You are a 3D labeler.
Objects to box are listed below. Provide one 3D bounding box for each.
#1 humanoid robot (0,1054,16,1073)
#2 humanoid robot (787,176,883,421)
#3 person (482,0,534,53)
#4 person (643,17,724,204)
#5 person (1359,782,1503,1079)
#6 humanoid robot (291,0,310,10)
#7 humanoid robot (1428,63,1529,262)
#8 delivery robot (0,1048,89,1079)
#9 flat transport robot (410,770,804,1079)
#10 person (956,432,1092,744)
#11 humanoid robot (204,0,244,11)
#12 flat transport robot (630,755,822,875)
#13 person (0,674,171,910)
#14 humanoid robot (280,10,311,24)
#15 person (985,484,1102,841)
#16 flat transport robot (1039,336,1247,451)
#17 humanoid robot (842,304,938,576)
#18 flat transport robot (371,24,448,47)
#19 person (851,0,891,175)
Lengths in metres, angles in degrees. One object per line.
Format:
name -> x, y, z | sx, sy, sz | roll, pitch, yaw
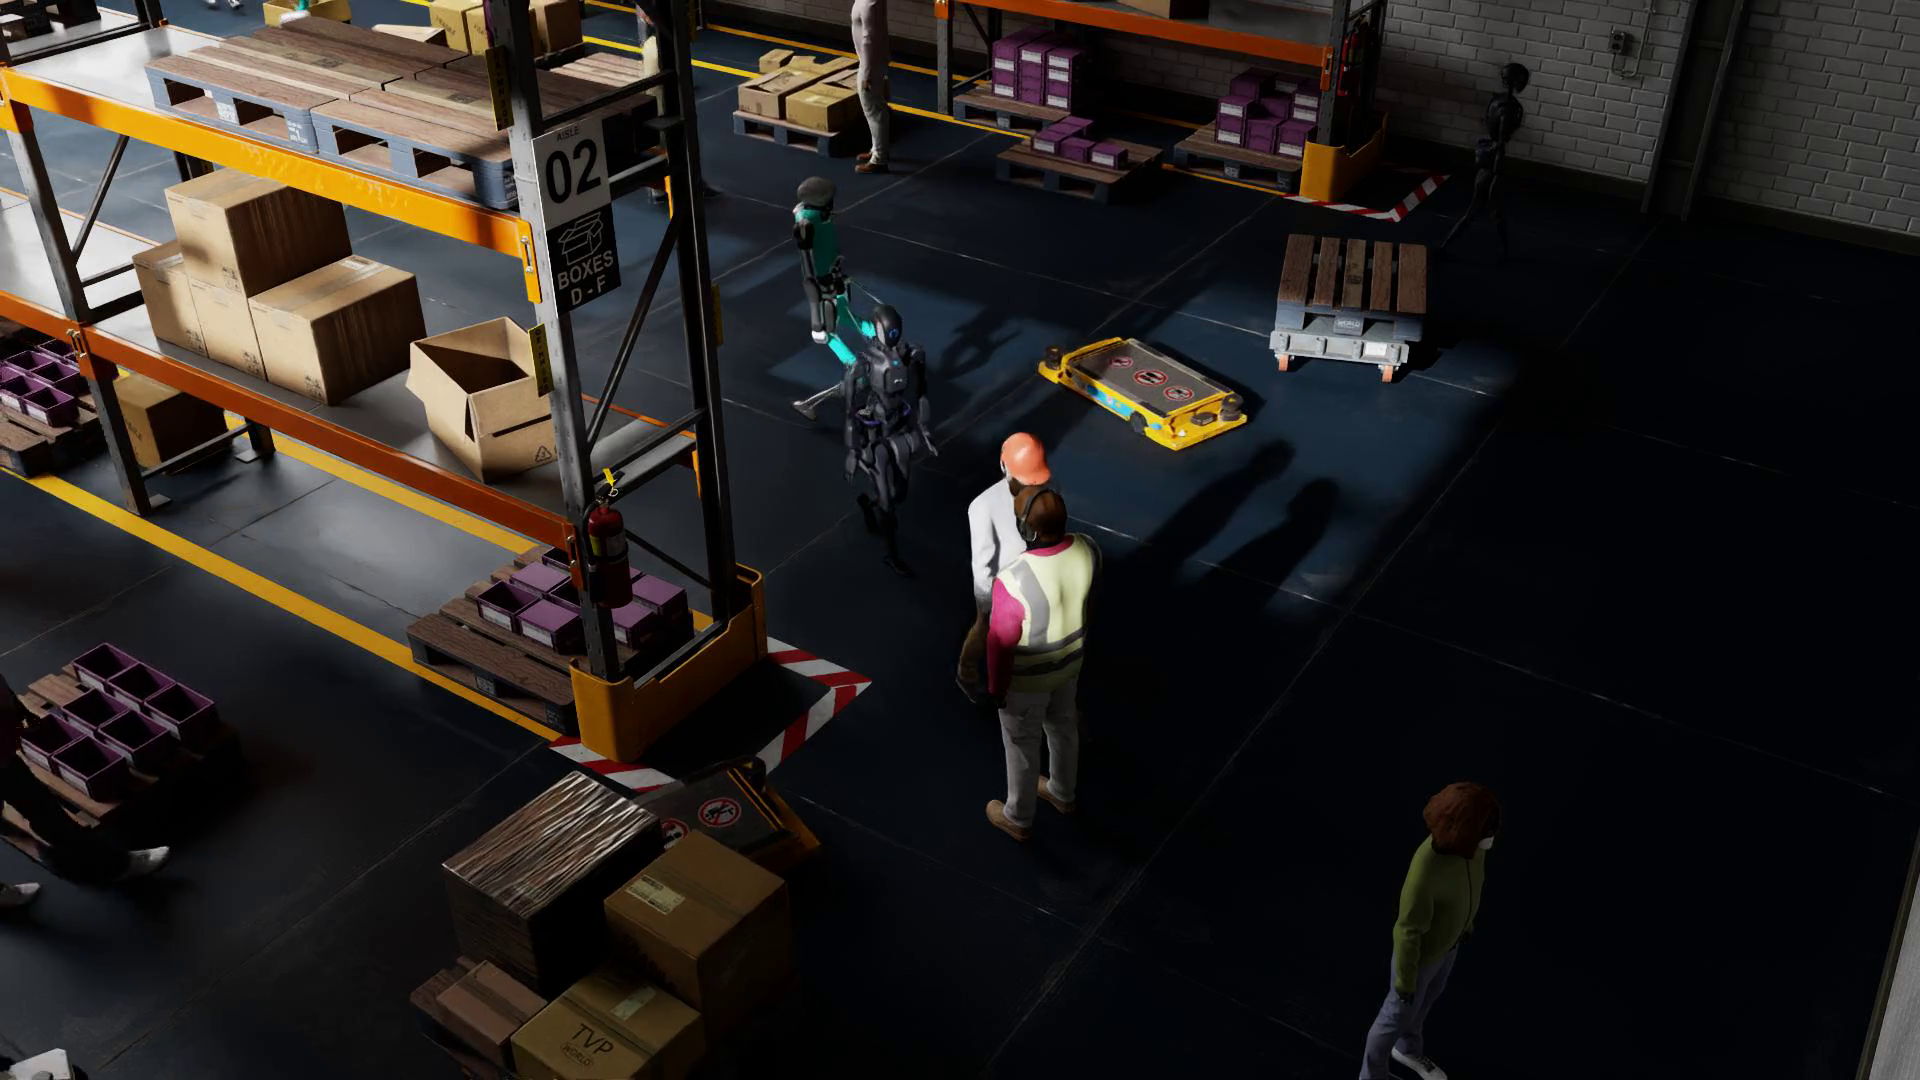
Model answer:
humanoid robot -> -3.739, 1.740, 5.937 | 0.712, 1.622, 0.611 | -16, 36, -23
humanoid robot -> -0.727, -1.507, 10.817 | 0.932, 1.728, 0.553 | 7, 34, 11
person -> -4.047, -4.367, 15.058 | 0.481, 1.944, 0.432 | 13, 35, 19
person -> -2.402, -3.745, 14.279 | 0.713, 1.726, 0.577 | -16, 36, -23
person -> 1.779, 1.533, 6.272 | 0.281, 1.624, 0.492 | 27, 41, 34
humanoid robot -> -6.997, -6.014, 17.747 | 1.001, 1.700, 0.540 | 24, 40, 32
humanoid robot -> 4.230, -2.965, 13.182 | 0.785, 1.621, 0.612 | 8, 34, 12
delivery robot -> -3.622, 2.223, 6.211 | 0.785, 0.613, 0.502 | -18, 37, -26
flat transport robot -> -1.428, 2.060, 6.707 | 0.659, 0.231, 1.431 | 22, 39, 30
person -> 0.288, 0.212, 8.235 | 0.557, 1.693, 0.866 | -20, 38, -28
humanoid robot -> -8.772, -6.990, 19.273 | 0.548, 1.732, 1.018 | -28, 42, -36
flat transport robot -> -1.416, 1.472, 7.611 | 1.431, 0.231, 0.659 | -20, 38, -28
person -> -4.088, 0.858, 7.149 | 0.907, 1.803, 0.541 | -14, 36, -21
humanoid robot -> -5.494, -3.664, 14.212 | 0.531, 1.821, 0.776 | -11, 35, -16
person -> 0.350, 0.562, 7.582 | 0.432, 1.836, 0.617 | 28, 42, 36
flat transport robot -> 1.247, -1.055, 11.494 | 0.659, 0.231, 1.431 | -22, 39, -30
humanoid robot -> -0.463, -0.631, 9.569 | 0.609, 1.632, 0.654 | -21, 39, -29
flat transport robot -> -5.427, -3.962, 15.962 | 1.431, 0.231, 0.659 | 6, 34, 9
person -> -0.801, -4.248, 14.886 | 0.372, 1.932, 0.632 | 0, 33, 1
